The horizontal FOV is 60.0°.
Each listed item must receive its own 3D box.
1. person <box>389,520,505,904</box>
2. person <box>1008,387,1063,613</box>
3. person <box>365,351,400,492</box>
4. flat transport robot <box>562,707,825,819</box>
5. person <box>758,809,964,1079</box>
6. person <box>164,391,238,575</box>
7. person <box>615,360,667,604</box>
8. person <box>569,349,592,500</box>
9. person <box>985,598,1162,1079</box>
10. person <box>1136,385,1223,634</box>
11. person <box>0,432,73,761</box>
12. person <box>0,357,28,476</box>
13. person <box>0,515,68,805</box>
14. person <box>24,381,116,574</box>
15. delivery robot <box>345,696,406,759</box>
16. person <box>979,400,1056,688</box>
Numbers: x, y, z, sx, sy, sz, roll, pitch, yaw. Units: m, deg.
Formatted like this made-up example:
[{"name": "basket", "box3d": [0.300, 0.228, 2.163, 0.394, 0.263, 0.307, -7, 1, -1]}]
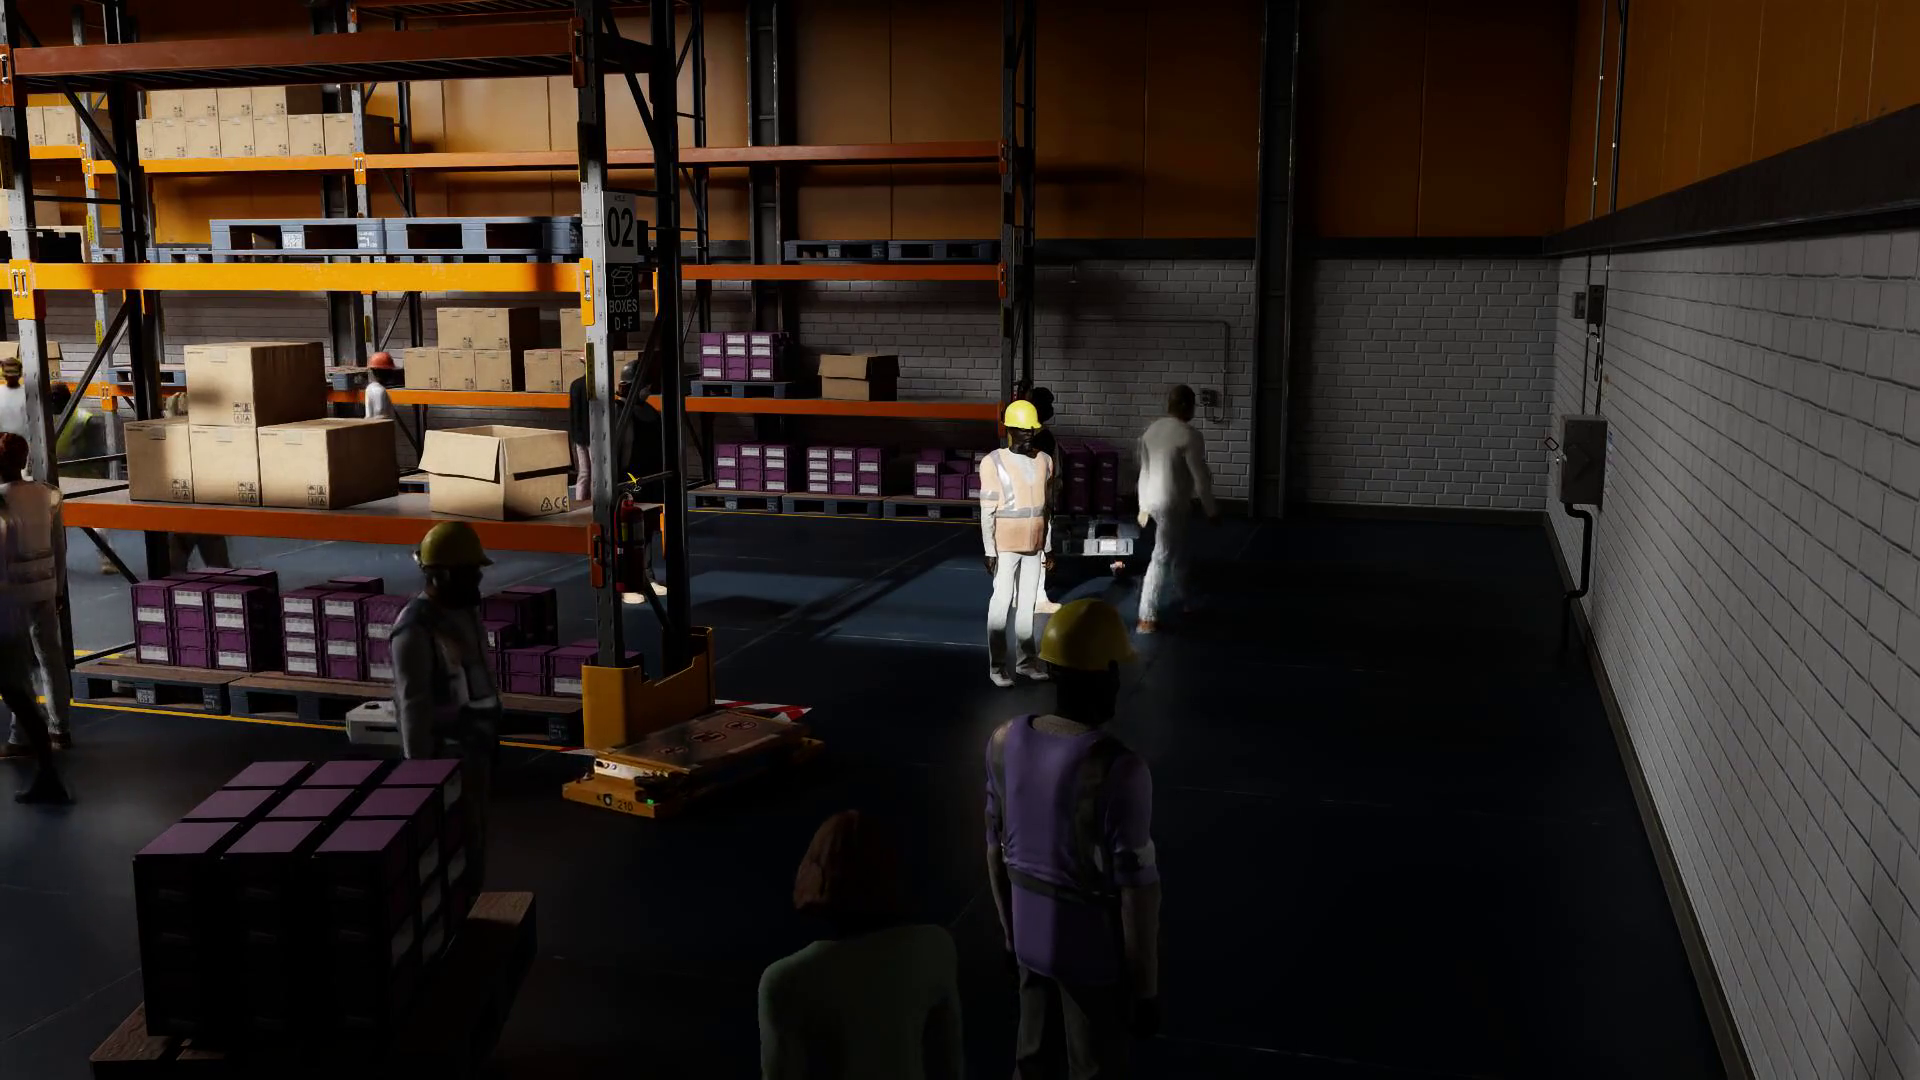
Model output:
[{"name": "person", "box3d": [-2.042, 0.821, 6.632, 0.452, 1.816, 0.606, 1, 9, 6]}, {"name": "person", "box3d": [0.625, -0.329, 13.590, 0.429, 1.841, 0.634, -4, 10, -22]}, {"name": "person", "box3d": [-6.277, -1.088, 18.042, 0.641, 1.936, 0.558, -4, 10, -22]}, {"name": "flat transport robot", "box3d": [-1.426, 1.191, 9.099, 0.652, 0.197, 1.431, 6, 11, 31]}, {"name": "person", "box3d": [-0.193, 1.414, 3.723, 0.528, 1.592, 0.829, -5, 10, -26]}, {"name": "person", "box3d": [-5.619, -0.153, 12.321, 0.951, 1.911, 0.628, 3, 10, 16]}, {"name": "person", "box3d": [-2.691, -0.502, 14.037, 0.536, 2.000, 0.672, 4, 10, 23]}, {"name": "person", "box3d": [-3.860, -1.057, 17.564, 0.622, 1.990, 0.401, 8, 12, 41]}, {"name": "person", "box3d": [0.322, 1.109, 4.561, 0.366, 1.927, 0.585, -9, 13, -43]}, {"name": "person", "box3d": [1.727, -0.241, 12.865, 0.948, 1.889, 0.676, -4, 10, -25]}, {"name": "person", "box3d": [-5.364, 0.320, 9.503, 0.356, 1.884, 0.574, 3, 10, 19]}, {"name": "person", "box3d": [-10.259, -1.067, 18.052, 0.569, 1.852, 0.670, -2, 9, -9]}, {"name": "person", "box3d": [-5.159, 0.465, 8.629, 1.009, 1.880, 0.565, 2, 10, 13]}, {"name": "person", "box3d": [-8.164, -0.569, 15.257, 0.779, 1.796, 0.538, -2, 9, -9]}, {"name": "delivery robot", "box3d": [-2.946, 1.015, 9.025, 0.707, 0.478, 0.477, 1, 9, 8]}, {"name": "person", "box3d": [0.400, 0.020, 11.200, 0.587, 1.928, 0.363, -7, 12, -36]}]
